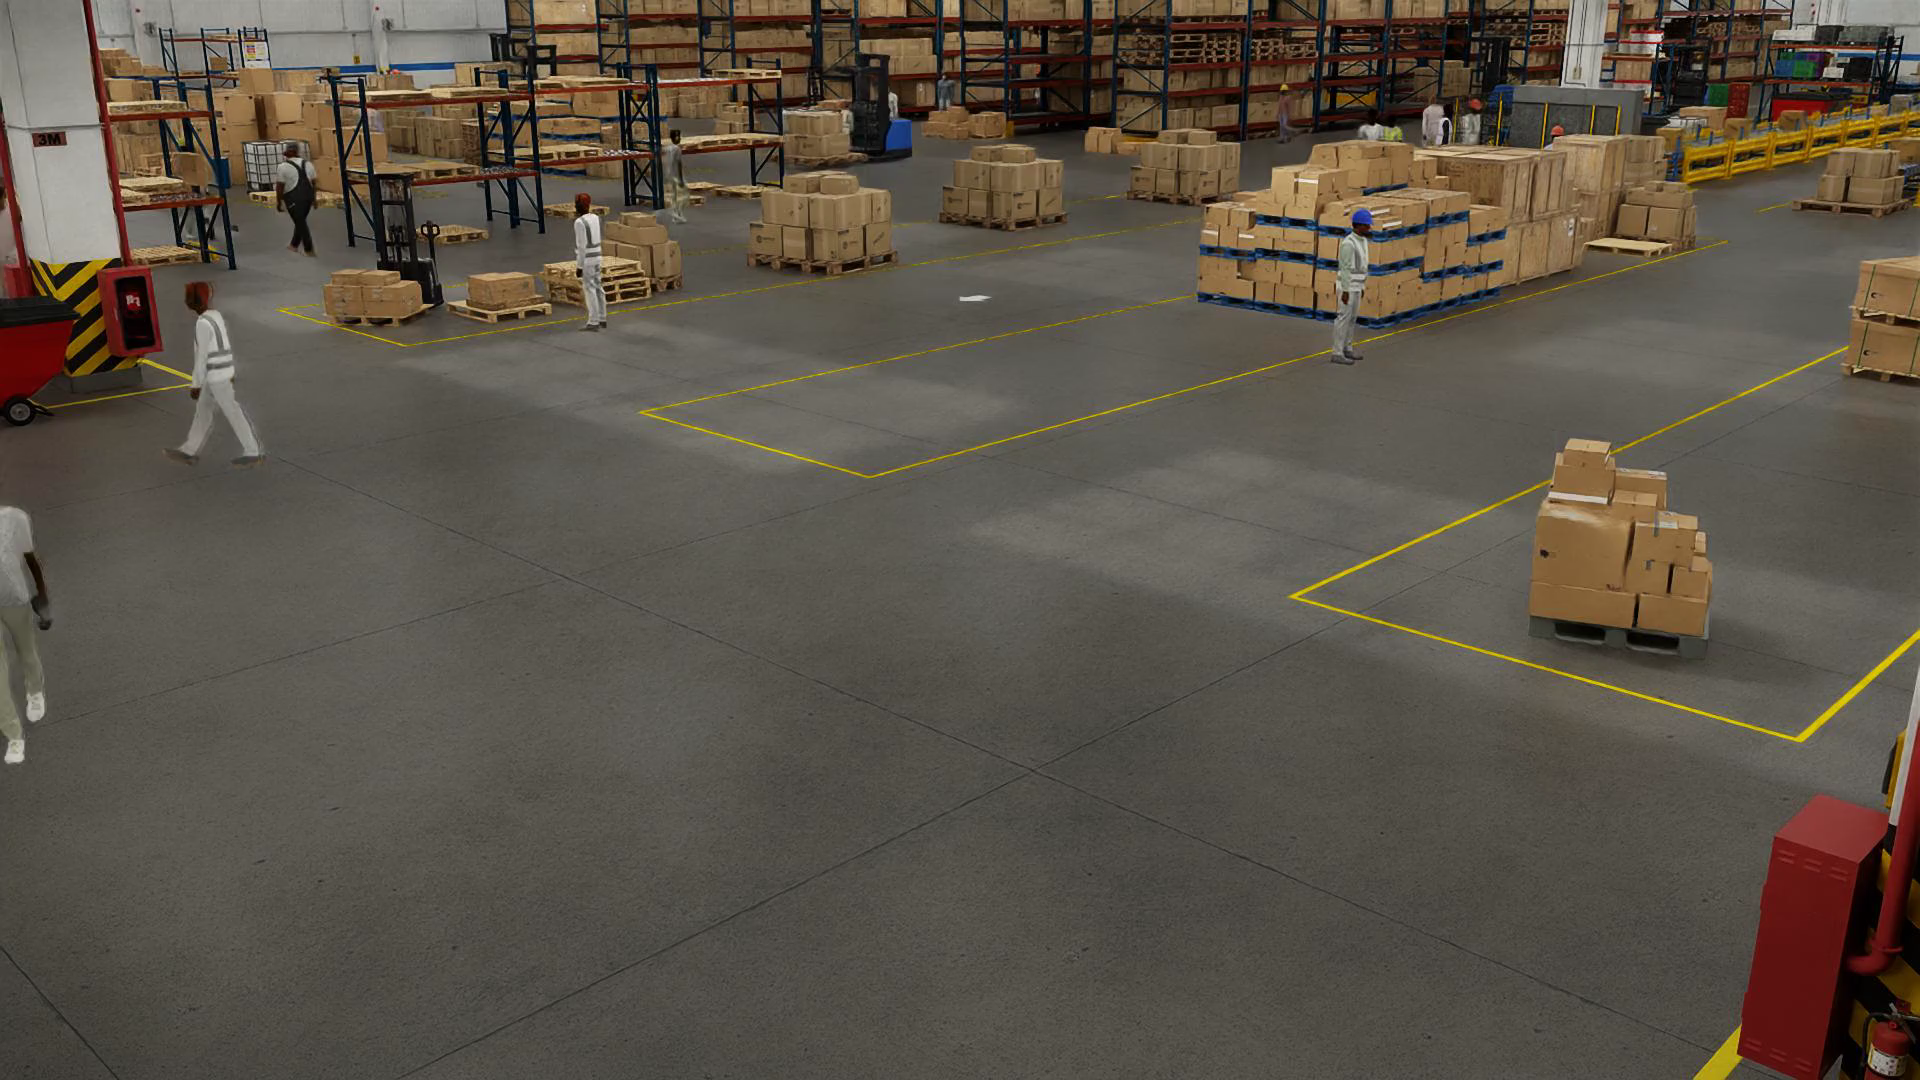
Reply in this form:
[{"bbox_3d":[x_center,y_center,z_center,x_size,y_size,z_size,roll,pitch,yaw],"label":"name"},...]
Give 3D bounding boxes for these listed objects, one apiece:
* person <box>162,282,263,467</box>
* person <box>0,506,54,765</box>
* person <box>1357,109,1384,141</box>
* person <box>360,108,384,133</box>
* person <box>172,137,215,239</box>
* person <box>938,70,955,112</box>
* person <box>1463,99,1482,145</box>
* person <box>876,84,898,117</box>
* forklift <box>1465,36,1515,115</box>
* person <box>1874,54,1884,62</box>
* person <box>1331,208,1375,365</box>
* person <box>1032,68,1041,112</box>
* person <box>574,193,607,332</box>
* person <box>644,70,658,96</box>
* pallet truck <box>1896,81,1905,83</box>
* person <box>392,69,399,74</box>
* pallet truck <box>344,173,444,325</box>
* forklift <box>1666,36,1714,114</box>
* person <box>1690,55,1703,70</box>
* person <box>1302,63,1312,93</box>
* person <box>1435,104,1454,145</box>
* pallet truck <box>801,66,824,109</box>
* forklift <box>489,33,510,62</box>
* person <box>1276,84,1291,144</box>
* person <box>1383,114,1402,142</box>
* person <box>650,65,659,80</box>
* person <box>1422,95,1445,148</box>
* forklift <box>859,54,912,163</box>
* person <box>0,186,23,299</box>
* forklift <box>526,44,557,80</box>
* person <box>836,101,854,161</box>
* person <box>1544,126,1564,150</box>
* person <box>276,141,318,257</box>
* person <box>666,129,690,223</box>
[{"bbox_3d":[-7.371,-1.585,16.179,0.955,1.835,0.610,-5,19,-14],"label":"person"},{"bbox_3d":[-5.927,0.374,10.293,0.526,1.840,0.912,-8,20,-23],"label":"person"},{"bbox_3d":[9.364,-8.803,37.810,0.608,1.911,0.997,-4,19,-12],"label":"person"},{"bbox_3d":[-15.194,-10.450,42.958,0.747,1.811,0.433,7,20,20],"label":"person"},{"bbox_3d":[-14.336,-6.563,31.097,0.811,1.904,0.596,16,24,41],"label":"person"},{"bbox_3d":[-0.484,-14.672,55.500,0.642,1.919,0.625,7,20,21],"label":"person"},{"bbox_3d":[12.279,-9.605,40.068,0.584,2.018,0.653,15,24,38],"label":"person"},{"bbox_3d":[-2.126,-12.279,48.268,0.636,1.935,0.380,-1,18,-3],"label":"person"},{"bbox_3d":[19.973,-17.201,61.605,1.873,2.768,1.129,16,24,40],"label":"forklift"},{"bbox_3d":[38.861,-19.652,70.535,0.538,1.894,0.673,-9,21,-26],"label":"person"},{"bbox_3d":[4.925,-3.170,20.814,0.425,1.939,0.612,12,22,32],"label":"person"},{"bbox_3d":[2.763,-15.513,58.075,1.019,1.887,0.561,-17,25,-41],"label":"person"},{"bbox_3d":[-5.085,-3.798,22.786,0.356,1.881,0.575,6,19,16],"label":"person"},{"bbox_3d":[-11.490,-16.632,61.880,0.526,1.605,0.793,13,22,34],"label":"person"},{"bbox_3d":[34.802,-16.331,61.455,0.653,1.274,1.630,17,25,41],"label":"pallet truck"},{"bbox_3d":[-19.309,-15.217,57.172,0.907,1.886,0.552,15,23,37],"label":"person"},{"bbox_3d":[-8.209,-4.181,23.757,0.823,1.965,1.885,3,19,9],"label":"pallet truck"},{"bbox_3d":[27.341,-17.291,61.877,1.129,2.768,1.873,17,25,41],"label":"forklift"},{"bbox_3d":[32.277,-20.343,72.859,0.802,1.736,0.529,-17,25,-41],"label":"person"},{"bbox_3d":[14.206,-18.703,68.077,0.283,1.634,0.498,17,25,41],"label":"person"},{"bbox_3d":[11.529,-9.406,39.623,0.392,1.920,0.593,2,18,6],"label":"person"},{"bbox_3d":[-4.812,-15.182,56.903,0.823,1.965,1.885,-9,21,-26],"label":"pallet truck"},{"bbox_3d":[-18.263,-18.719,66.179,1.129,2.768,1.873,17,25,42],"label":"forklift"},{"bbox_3d":[9.800,-12.901,50.411,0.367,1.758,0.524,-9,20,-25],"label":"person"},{"bbox_3d":[10.234,-9.293,39.660,0.550,1.662,0.712,7,20,21],"label":"person"},{"bbox_3d":[-11.897,-17.515,64.406,0.320,1.693,0.531,17,25,42],"label":"person"},{"bbox_3d":[12.432,-10.737,43.709,0.637,1.880,0.868,-3,19,-10],"label":"person"},{"bbox_3d":[-2.298,-11.789,45.300,1.129,2.768,1.873,17,25,41],"label":"forklift"},{"bbox_3d":[-13.439,-4.032,23.490,1.020,1.874,0.668,11,21,29],"label":"person"},{"bbox_3d":[-13.211,-14.325,52.942,1.873,2.768,1.129,17,25,41],"label":"forklift"},{"bbox_3d":[-3.149,-11.131,45.297,0.526,1.611,0.533,5,19,14],"label":"person"},{"bbox_3d":[11.783,-7.232,33.042,0.543,1.939,0.362,-2,18,-5],"label":"person"},{"bbox_3d":[-11.739,-6.030,29.262,0.987,2.000,0.710,11,21,30],"label":"person"},{"bbox_3d":[-5.644,-7.282,33.320,0.450,1.853,0.560,-17,25,-41],"label":"person"}]
